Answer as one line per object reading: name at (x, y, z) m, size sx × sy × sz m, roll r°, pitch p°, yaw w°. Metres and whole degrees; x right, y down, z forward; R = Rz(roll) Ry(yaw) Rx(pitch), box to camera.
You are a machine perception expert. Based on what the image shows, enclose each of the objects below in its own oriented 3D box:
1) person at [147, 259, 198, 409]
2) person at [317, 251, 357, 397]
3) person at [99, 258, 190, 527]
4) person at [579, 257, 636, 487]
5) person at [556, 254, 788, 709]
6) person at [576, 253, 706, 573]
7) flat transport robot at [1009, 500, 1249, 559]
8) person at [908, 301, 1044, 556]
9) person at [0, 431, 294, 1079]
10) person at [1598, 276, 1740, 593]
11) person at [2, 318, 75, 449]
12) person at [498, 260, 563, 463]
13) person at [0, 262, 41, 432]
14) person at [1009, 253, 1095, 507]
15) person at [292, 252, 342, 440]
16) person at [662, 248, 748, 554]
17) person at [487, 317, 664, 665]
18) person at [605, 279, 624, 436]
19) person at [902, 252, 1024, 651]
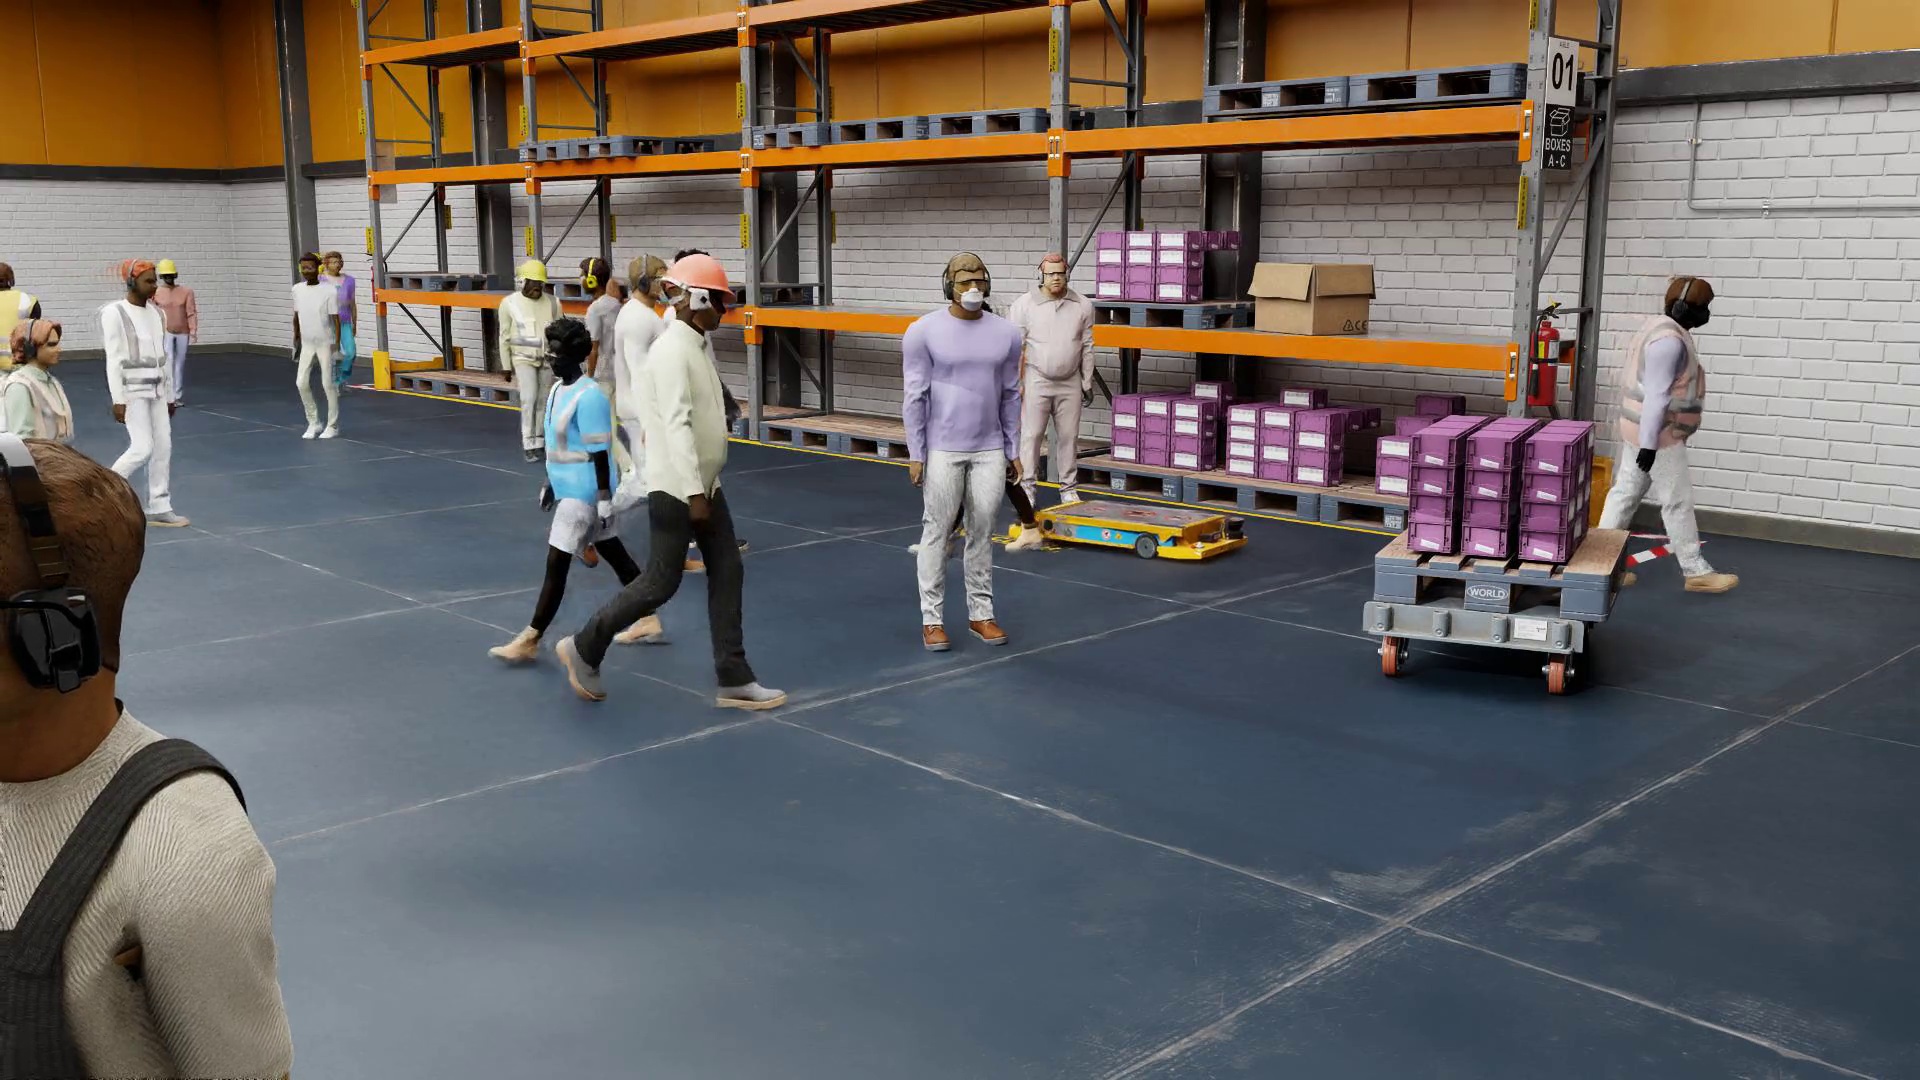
person at (-9.213, -2.412, 19.522) m, size 0.517 × 1.733 × 0.670 m, roll -8°, pitch 13°, yaw -37°
person at (-7.831, -2.703, 20.874) m, size 0.578 × 1.830 × 0.443 m, roll -9°, pitch 13°, yaw -39°
person at (-5.694, -0.999, 11.468) m, size 0.548 × 1.863 × 0.599 m, roll 2°, pitch 11°, yaw 13°
person at (-2.725, -1.212, 12.650) m, size 0.396 × 1.856 × 0.563 m, roll 2°, pitch 11°, yaw 9°
person at (-1.244, -0.236, 7.088) m, size 0.929 × 1.952 × 0.633 m, roll 2°, pitch 11°, yaw 9°
person at (-1.922, -0.722, 9.816) m, size 0.750 × 1.922 × 0.641 m, roll -1°, pitch 10°, yaw -4°
flat transport robot at (1.091, -0.085, 10.836) m, size 1.431 × 0.197 × 0.652 m, roll 7°, pitch 13°, yaw 35°
person at (0.140, -0.692, 10.412) m, size 0.913 × 1.640 × 0.537 m, roll -2°, pitch 11°, yaw -10°
person at (-0.853, 0.806, 1.683) m, size 0.506 × 1.845 × 0.342 m, roll 8°, pitch 13°, yaw 35°
person at (4.032, -0.583, 9.411) m, size 0.876 × 1.785 × 0.713 m, roll 3°, pitch 11°, yaw 17°
person at (-4.507, -0.264, 8.101) m, size 0.506 × 1.623 × 0.530 m, roll -2°, pitch 11°, yaw -8°
person at (-3.769, -1.591, 14.893) m, size 0.584 × 1.797 × 0.666 m, roll -8°, pitch 13°, yaw -36°
person at (-8.414, -1.548, 14.669) m, size 0.641 × 1.798 × 0.950 m, roll -4°, pitch 11°, yaw -22°
person at (0.679, -1.151, 12.248) m, size 0.655 × 1.894 × 0.399 m, roll -3°, pitch 11°, yaw -15°
person at (-6.376, -1.910, 16.449) m, size 0.585 × 1.856 × 0.559 m, roll 2°, pitch 11°, yaw 9°
person at (-1.722, -0.891, 10.679) m, size 0.636 × 1.933 × 0.627 m, roll -1°, pitch 10°, yaw -3°
person at (-1.815, -0.236, 7.915) m, size 0.890 × 1.640 × 0.561 m, roll -5°, pitch 11°, yaw -25°
person at (-3.159, -1.596, 15.375) m, size 0.520 × 1.615 × 0.587 m, roll -7°, pitch 12°, yaw -33°
person at (0.025, -0.431, 8.172) m, size 0.627 × 1.940 × 0.372 m, roll -4°, pitch 11°, yaw -22°
